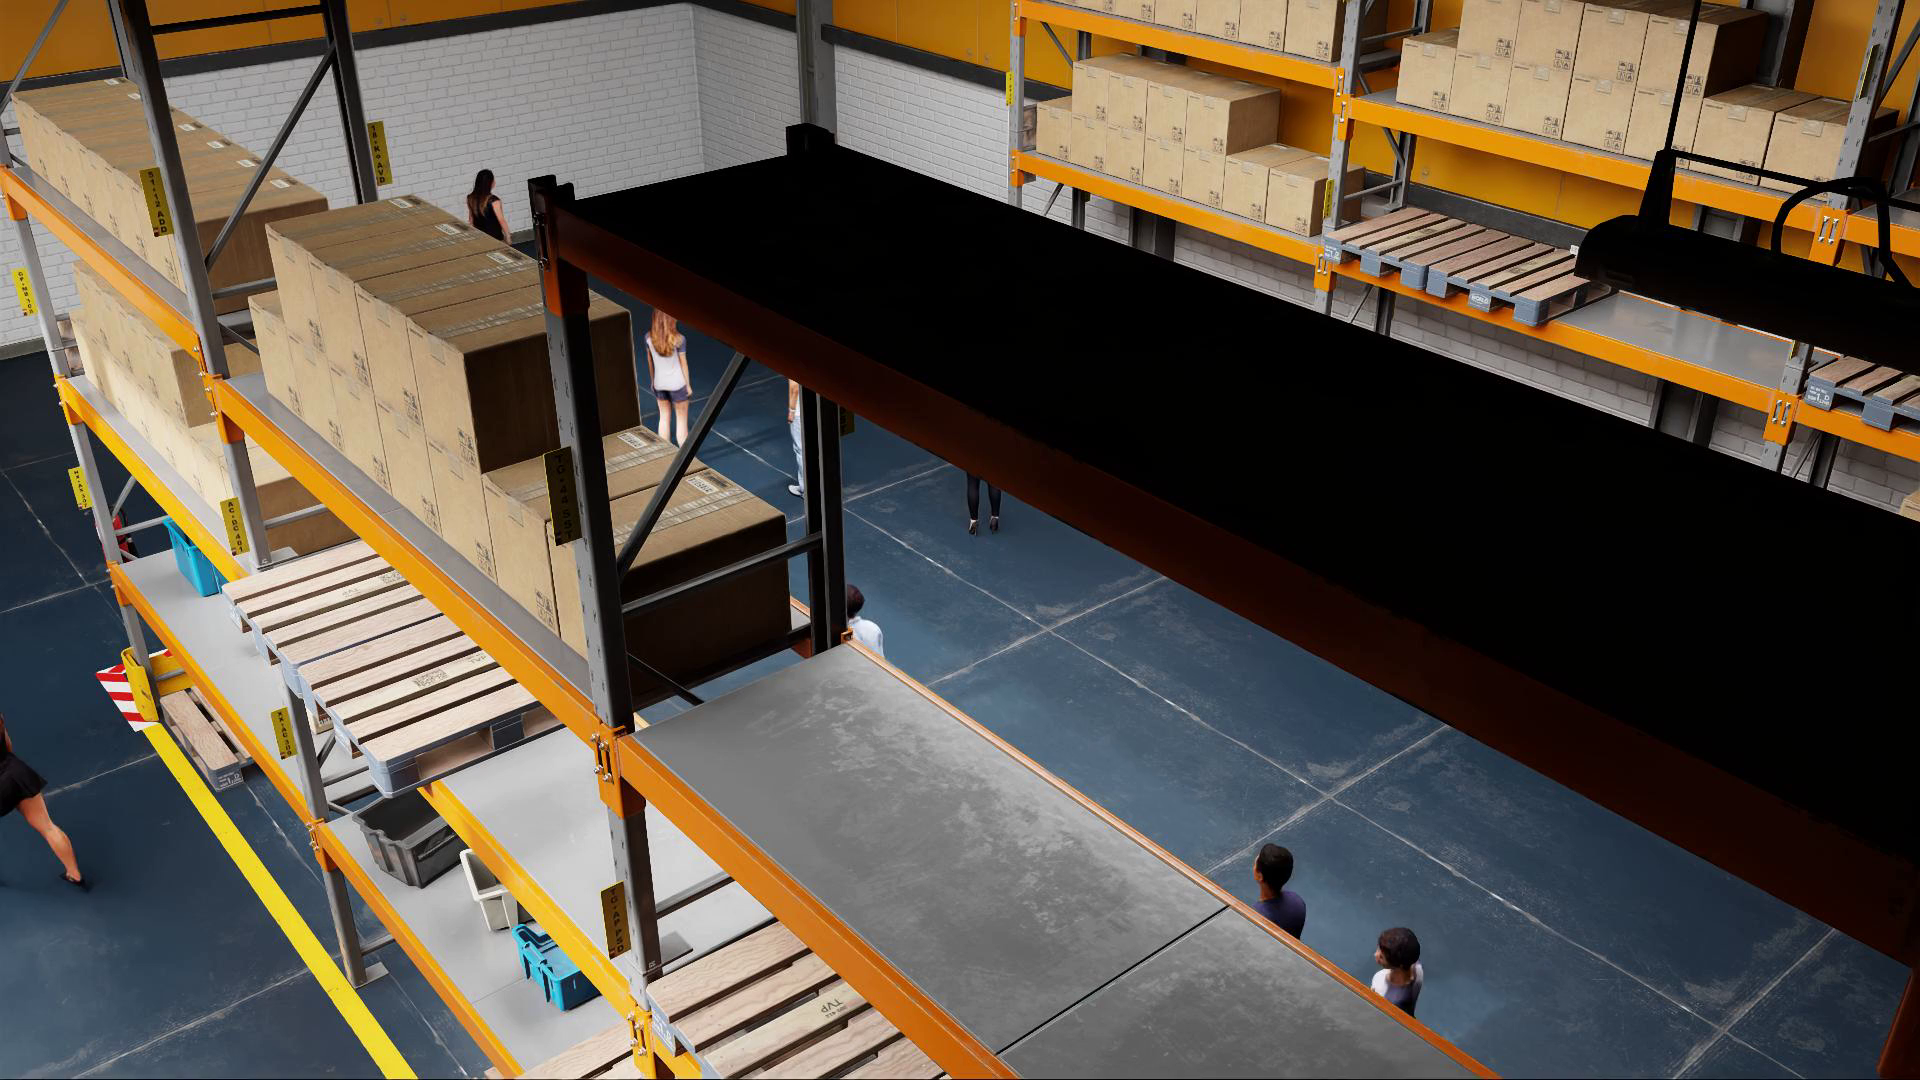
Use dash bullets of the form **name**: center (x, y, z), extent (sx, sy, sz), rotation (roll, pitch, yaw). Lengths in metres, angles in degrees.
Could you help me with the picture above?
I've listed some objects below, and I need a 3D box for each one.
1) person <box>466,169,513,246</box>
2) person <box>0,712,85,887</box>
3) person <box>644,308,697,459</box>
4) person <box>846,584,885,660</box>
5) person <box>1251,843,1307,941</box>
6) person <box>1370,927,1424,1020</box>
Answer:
- **person**: center (-5.799, -3.624, 20.338), extent (1.110, 1.665, 0.974), rotation (15, 32, 25)
- **person**: center (-6.127, 1.626, 10.743), extent (1.211, 1.636, 1.058), rotation (8, 30, 15)
- **person**: center (-2.862, -1.528, 16.430), extent (0.654, 1.727, 0.748), rotation (9, 30, 16)
- **person**: center (-0.691, 1.174, 11.428), extent (1.164, 1.774, 0.785), rotation (23, 36, 36)
- **person**: center (1.707, 2.468, 9.052), extent (0.674, 1.778, 0.696), rotation (-20, 34, -32)
- **person**: center (2.360, 2.698, 8.877), extent (0.906, 1.541, 0.781), rotation (15, 32, 26)
